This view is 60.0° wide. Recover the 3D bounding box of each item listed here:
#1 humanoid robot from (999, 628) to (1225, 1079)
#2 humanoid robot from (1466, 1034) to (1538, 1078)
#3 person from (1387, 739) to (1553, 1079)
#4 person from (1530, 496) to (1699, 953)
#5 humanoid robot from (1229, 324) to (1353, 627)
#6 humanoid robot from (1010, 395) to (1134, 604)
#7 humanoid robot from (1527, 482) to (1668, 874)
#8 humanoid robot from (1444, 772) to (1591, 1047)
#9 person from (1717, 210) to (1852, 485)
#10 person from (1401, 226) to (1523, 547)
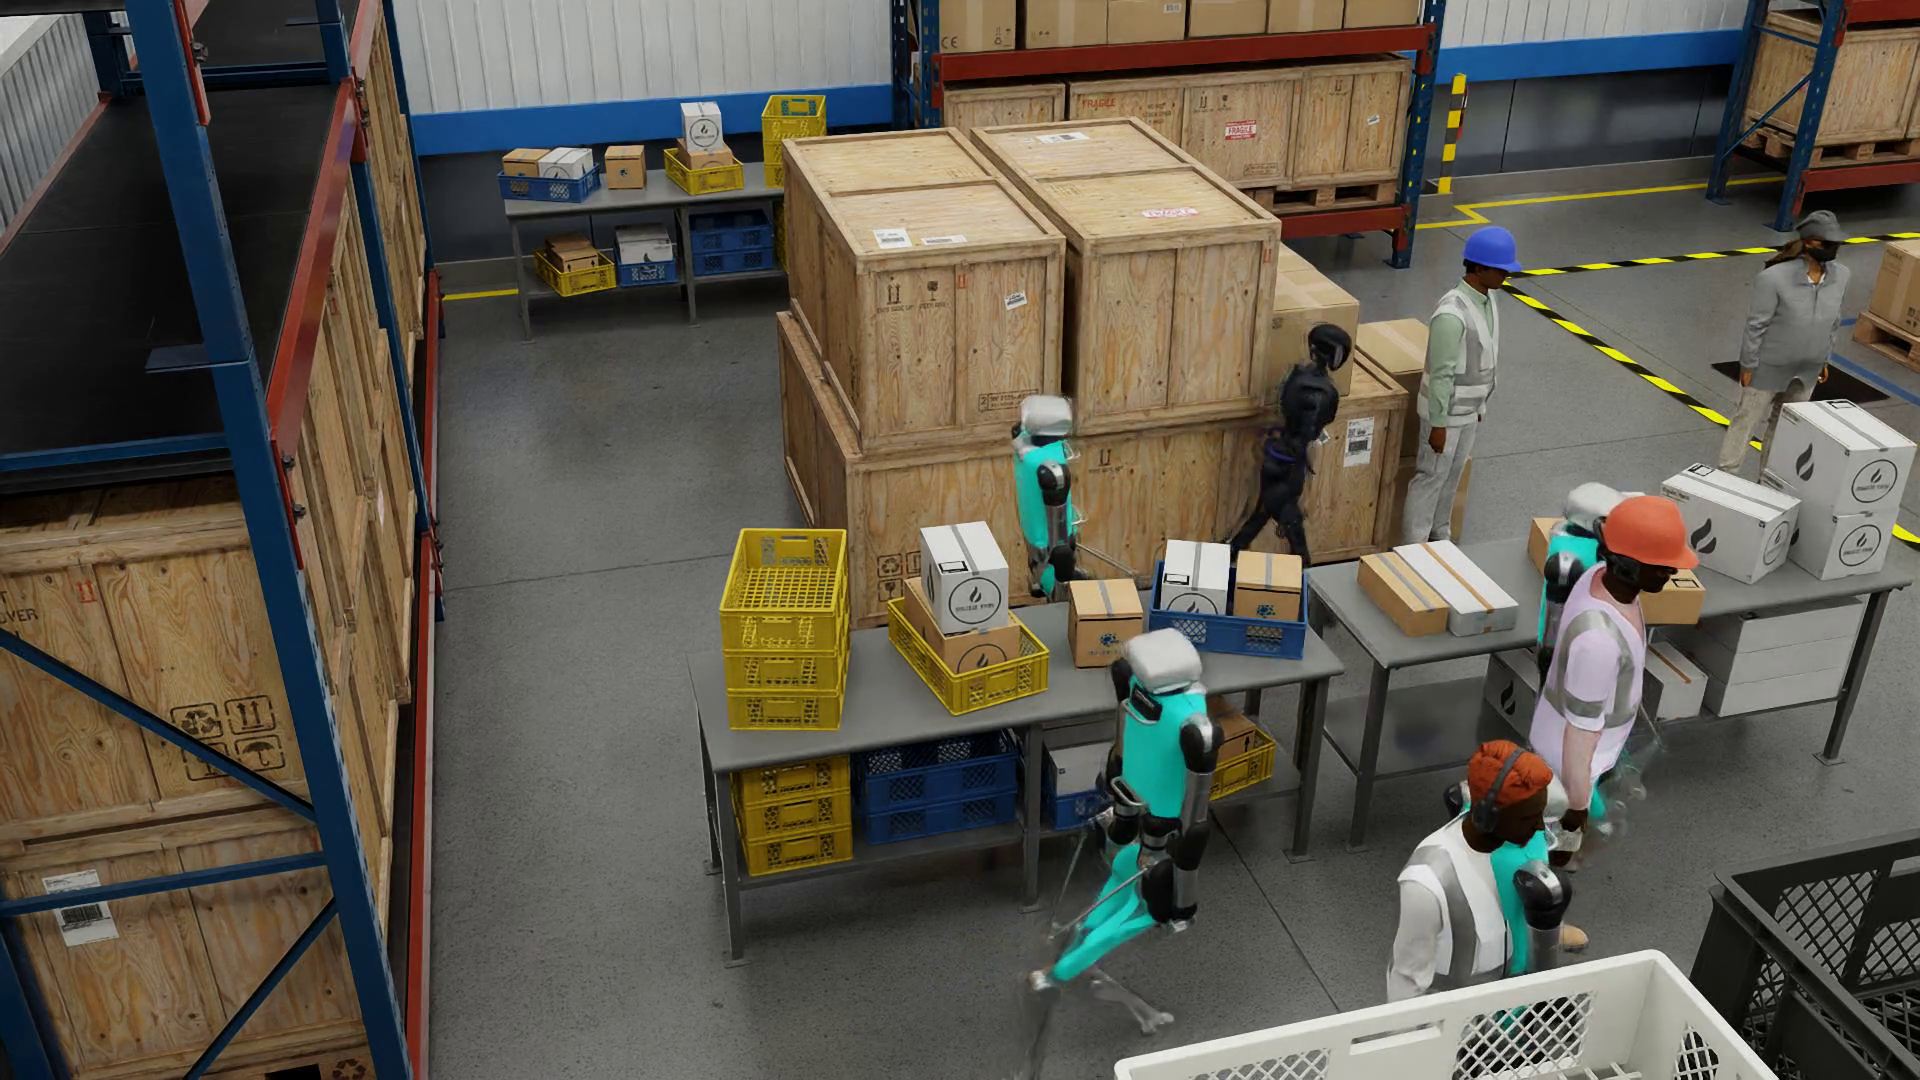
[{"bbox_3d":[0.415,1.158,5.546,0.996,1.786,0.532,-13,32,-23],"label":"humanoid robot"},{"bbox_3d":[1.172,1.898,4.243,0.689,1.626,0.602,6,29,11],"label":"humanoid robot"},{"bbox_3d":[1.454,1.380,4.943,0.574,1.880,0.362,-23,36,-35],"label":"person"},{"bbox_3d":[2.248,0.745,5.945,0.404,2.035,0.598,11,31,20],"label":"person"},{"bbox_3d":[1.577,-0.346,8.350,0.726,1.621,0.613,5,29,9],"label":"humanoid robot"},{"bbox_3d":[0.533,0.192,7.261,0.893,1.773,0.541,-7,30,-12],"label":"humanoid robot"},{"bbox_3d":[2.483,0.667,6.405,0.651,1.815,0.544,18,33,29],"label":"humanoid robot"},{"bbox_3d":[1.819,1.414,5.084,0.802,1.826,0.533,-7,30,-12],"label":"humanoid robot"},{"bbox_3d":[4.634,-1.000,9.375,0.572,1.769,0.398,-5,29,-9],"label":"person"},{"bbox_3d":[2.586,-0.695,8.652,0.412,1.939,0.602,20,34,31],"label":"person"}]
